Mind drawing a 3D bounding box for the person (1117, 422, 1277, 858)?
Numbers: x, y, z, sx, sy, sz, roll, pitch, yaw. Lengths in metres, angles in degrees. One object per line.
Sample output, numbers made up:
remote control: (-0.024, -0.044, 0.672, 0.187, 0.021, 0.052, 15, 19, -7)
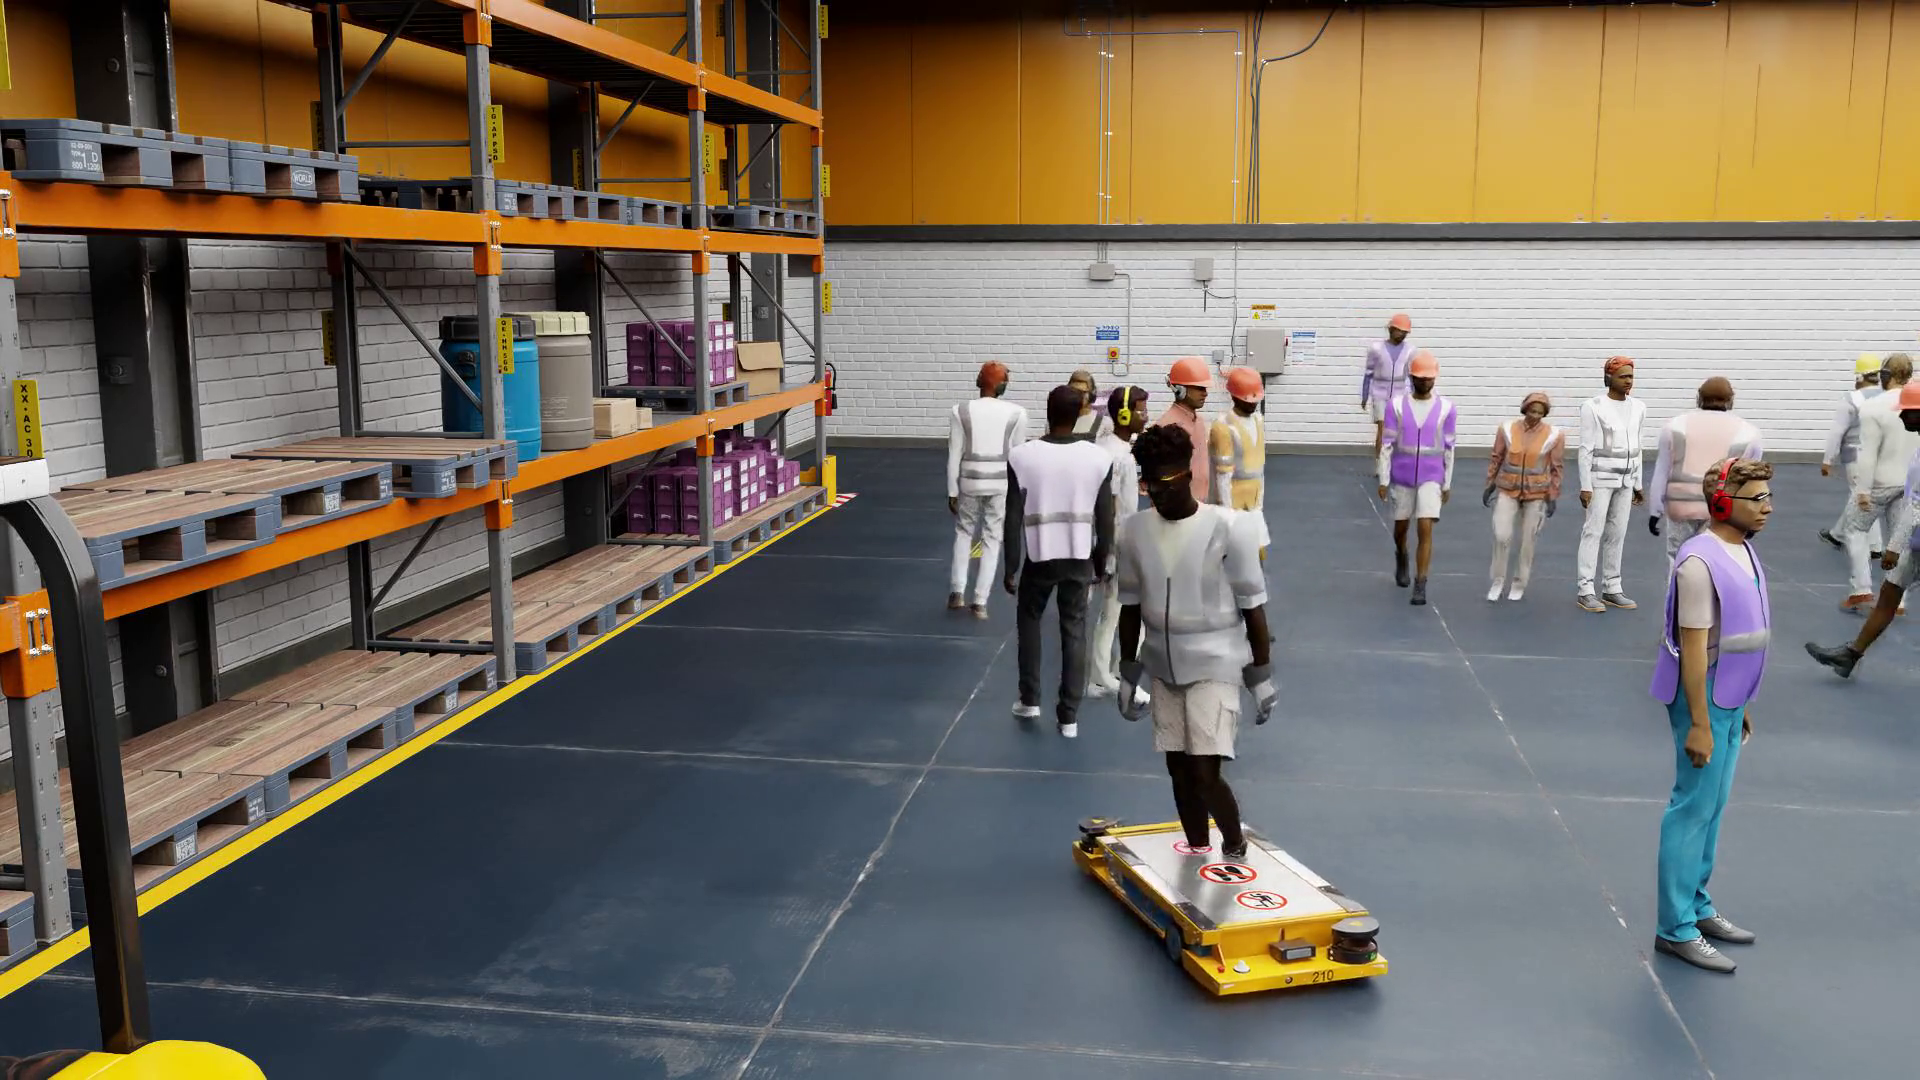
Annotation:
person: (0.878, 0.513, 6.416, 0.673, 1.932, 0.470, 8, 12, 39)

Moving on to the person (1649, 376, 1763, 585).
person: (4.964, -0.181, 11.058, 0.666, 1.809, 0.805, 5, 10, 28)

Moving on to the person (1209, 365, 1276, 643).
person: (1.854, -0.251, 11.280, 0.603, 1.893, 0.590, 9, 13, 43)

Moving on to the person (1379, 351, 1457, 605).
person: (3.509, -0.504, 12.778, 0.555, 1.915, 0.876, 3, 10, 16)

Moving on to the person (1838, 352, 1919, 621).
person: (6.701, -0.391, 12.030, 0.625, 1.918, 0.599, -1, 9, -5)

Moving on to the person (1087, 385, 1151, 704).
person: (0.975, 0.031, 9.664, 0.525, 1.853, 0.516, 0, 9, -2)

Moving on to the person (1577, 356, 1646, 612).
person: (4.808, -0.411, 12.271, 0.574, 1.883, 0.355, -4, 10, -22)

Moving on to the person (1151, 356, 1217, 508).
person: (1.394, -0.153, 10.378, 0.406, 1.987, 0.622, 5, 10, 28)

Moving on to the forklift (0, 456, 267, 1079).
forklift: (-2.328, 0.975, 2.765, 2.313, 2.155, 1.214, 1, 9, 9)

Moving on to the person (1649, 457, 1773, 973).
person: (2.738, 0.612, 6.072, 0.390, 1.847, 0.566, 7, 12, 37)

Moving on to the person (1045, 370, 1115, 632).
person: (0.845, -0.293, 11.708, 0.522, 1.830, 0.702, 4, 10, 24)

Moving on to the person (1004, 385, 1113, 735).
person: (0.530, 0.099, 9.130, 0.609, 1.884, 0.694, -1, 9, -5)

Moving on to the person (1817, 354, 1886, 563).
person: (7.840, -0.731, 14.531, 0.621, 1.779, 0.915, -2, 9, -12)

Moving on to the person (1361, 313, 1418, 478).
person: (5.186, -1.729, 20.044, 0.626, 1.987, 0.878, 0, 9, -1)

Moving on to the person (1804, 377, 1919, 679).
person: (5.615, -0.015, 9.838, 0.992, 1.876, 0.548, 5, 10, 28)

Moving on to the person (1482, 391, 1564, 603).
person: (4.211, -0.316, 12.494, 0.583, 1.606, 0.563, 4, 10, 25)

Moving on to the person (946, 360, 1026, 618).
person: (0.191, -0.383, 12.151, 0.575, 1.859, 0.641, 0, 9, -1)

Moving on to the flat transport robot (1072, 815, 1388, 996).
flat transport robot: (0.985, 1.345, 6.396, 0.652, 0.197, 1.431, -3, 10, -16)
